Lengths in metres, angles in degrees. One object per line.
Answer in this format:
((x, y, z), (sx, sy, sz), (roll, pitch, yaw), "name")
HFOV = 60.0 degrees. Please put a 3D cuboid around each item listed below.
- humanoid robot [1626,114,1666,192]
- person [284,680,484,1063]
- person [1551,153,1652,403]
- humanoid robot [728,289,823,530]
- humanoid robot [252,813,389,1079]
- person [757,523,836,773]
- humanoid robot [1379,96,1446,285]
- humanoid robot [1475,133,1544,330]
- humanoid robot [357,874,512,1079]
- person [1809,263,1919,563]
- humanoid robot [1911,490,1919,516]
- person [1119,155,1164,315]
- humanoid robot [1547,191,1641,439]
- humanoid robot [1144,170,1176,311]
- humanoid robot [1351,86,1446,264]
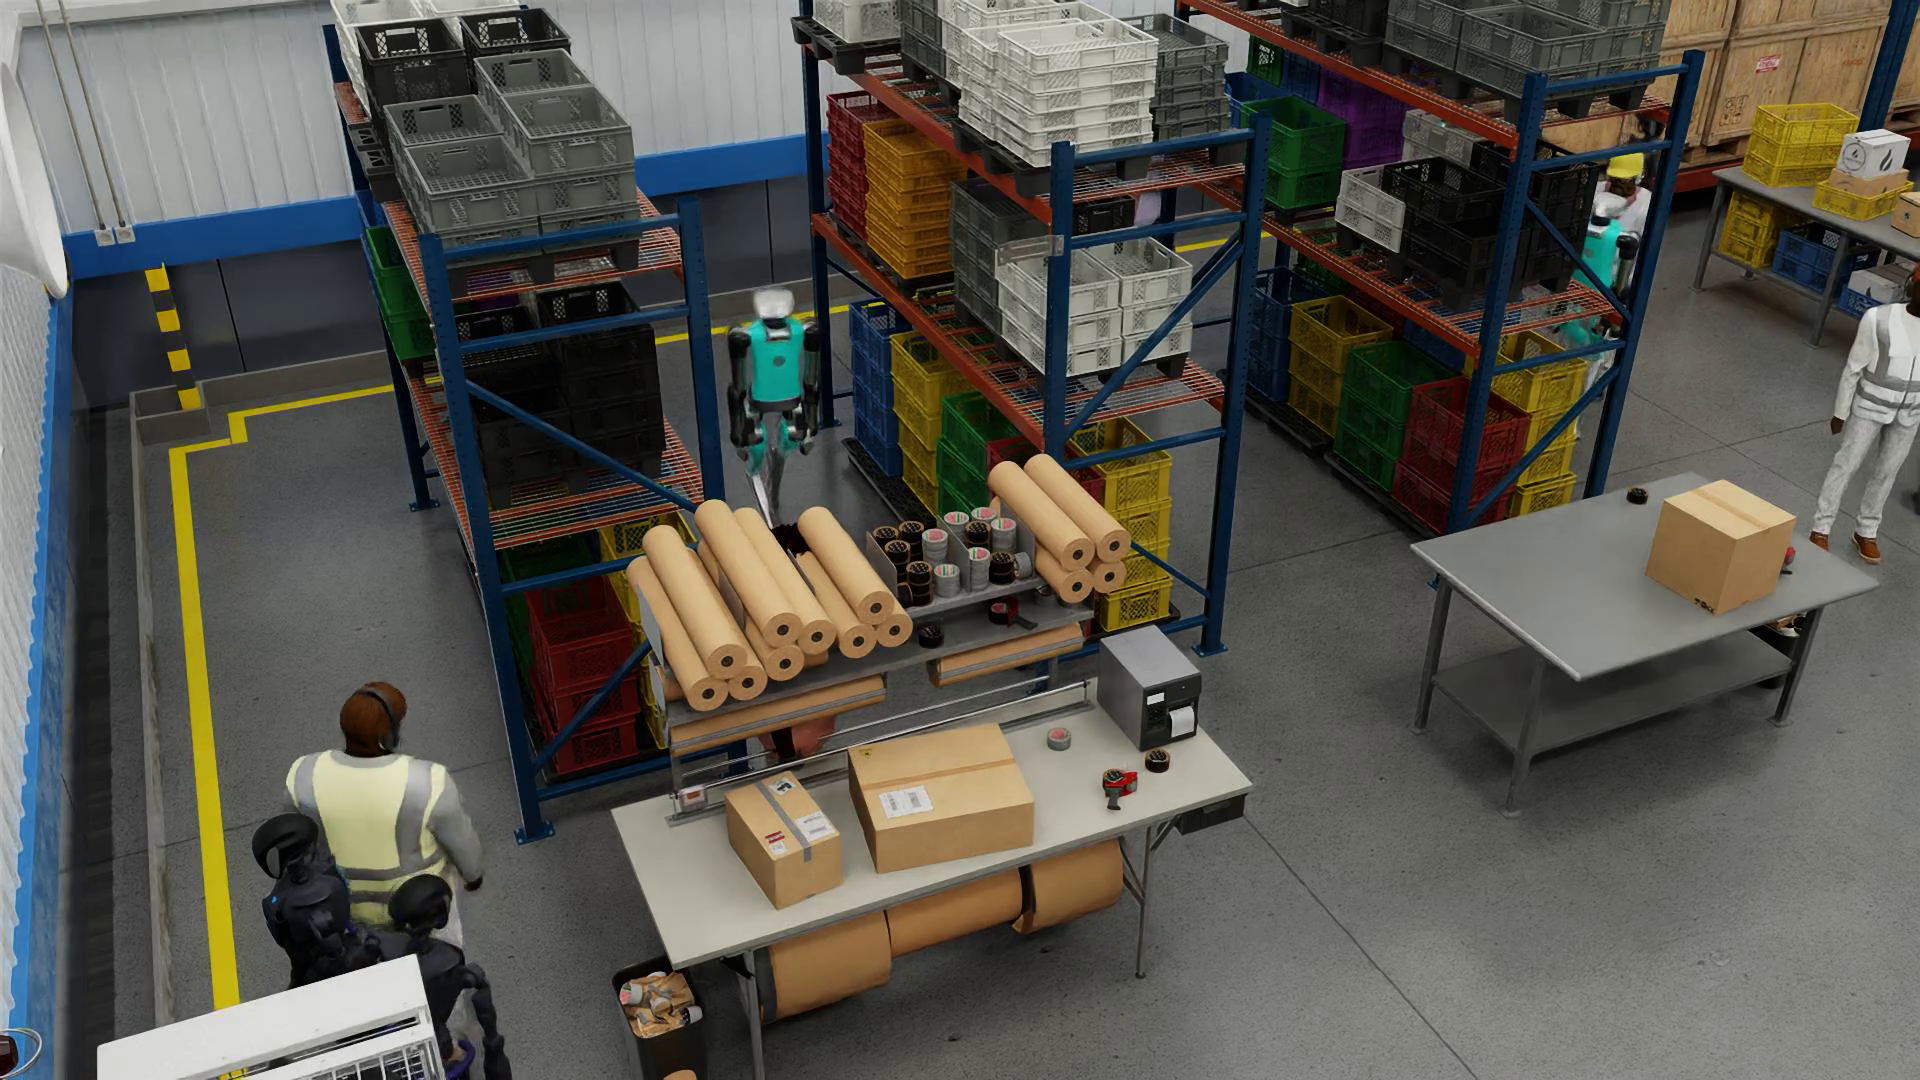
((5.087, -2.519, 12.724), (0.599, 1.645, 0.377), (-27, 41, -36), "humanoid robot")
((-2.159, 1.304, 6.373), (0.667, 1.820, 0.488), (2, 32, 4), "person")
((4.425, -1.827, 11.455), (0.594, 1.824, 0.406), (16, 35, 24), "person")
((-1.138, -0.747, 9.813), (0.558, 1.800, 0.935), (-9, 33, -15), "humanoid robot")
((-2.239, 1.633, 5.961), (0.315, 1.657, 0.599), (-23, 38, -32), "humanoid robot")
((-0.680, 0.786, 7.077), (0.368, 1.966, 0.605), (3, 32, 5), "person")
((3.429, -2.651, 12.746), (0.533, 1.677, 0.735), (6, 32, 10), "humanoid robot")
((3.930, -2.200, 12.194), (0.404, 1.634, 0.600), (-18, 36, -27), "humanoid robot")
((-1.793, 1.835, 5.671), (0.604, 1.648, 0.391), (11, 33, 17), "humanoid robot")
((5.364, -0.734, 9.622), (0.584, 1.882, 0.344), (5, 32, 8), "person")
((6.232, -0.887, 10.071), (0.604, 1.650, 0.397), (5, 32, 7), "humanoid robot")
((1.293, -2.401, 12.183), (0.389, 2.038, 0.610), (17, 35, 25), "person")
((4.237, -1.518, 11.045), (0.872, 1.778, 0.586), (-27, 41, -37), "humanoid robot")
((1.390, -2.285, 12.328), (0.333, 1.649, 0.584), (-19, 36, -28), "humanoid robot")
((3.310, -2.742, 13.012), (0.531, 1.746, 0.783), (-13, 34, -20), "humanoid robot")
